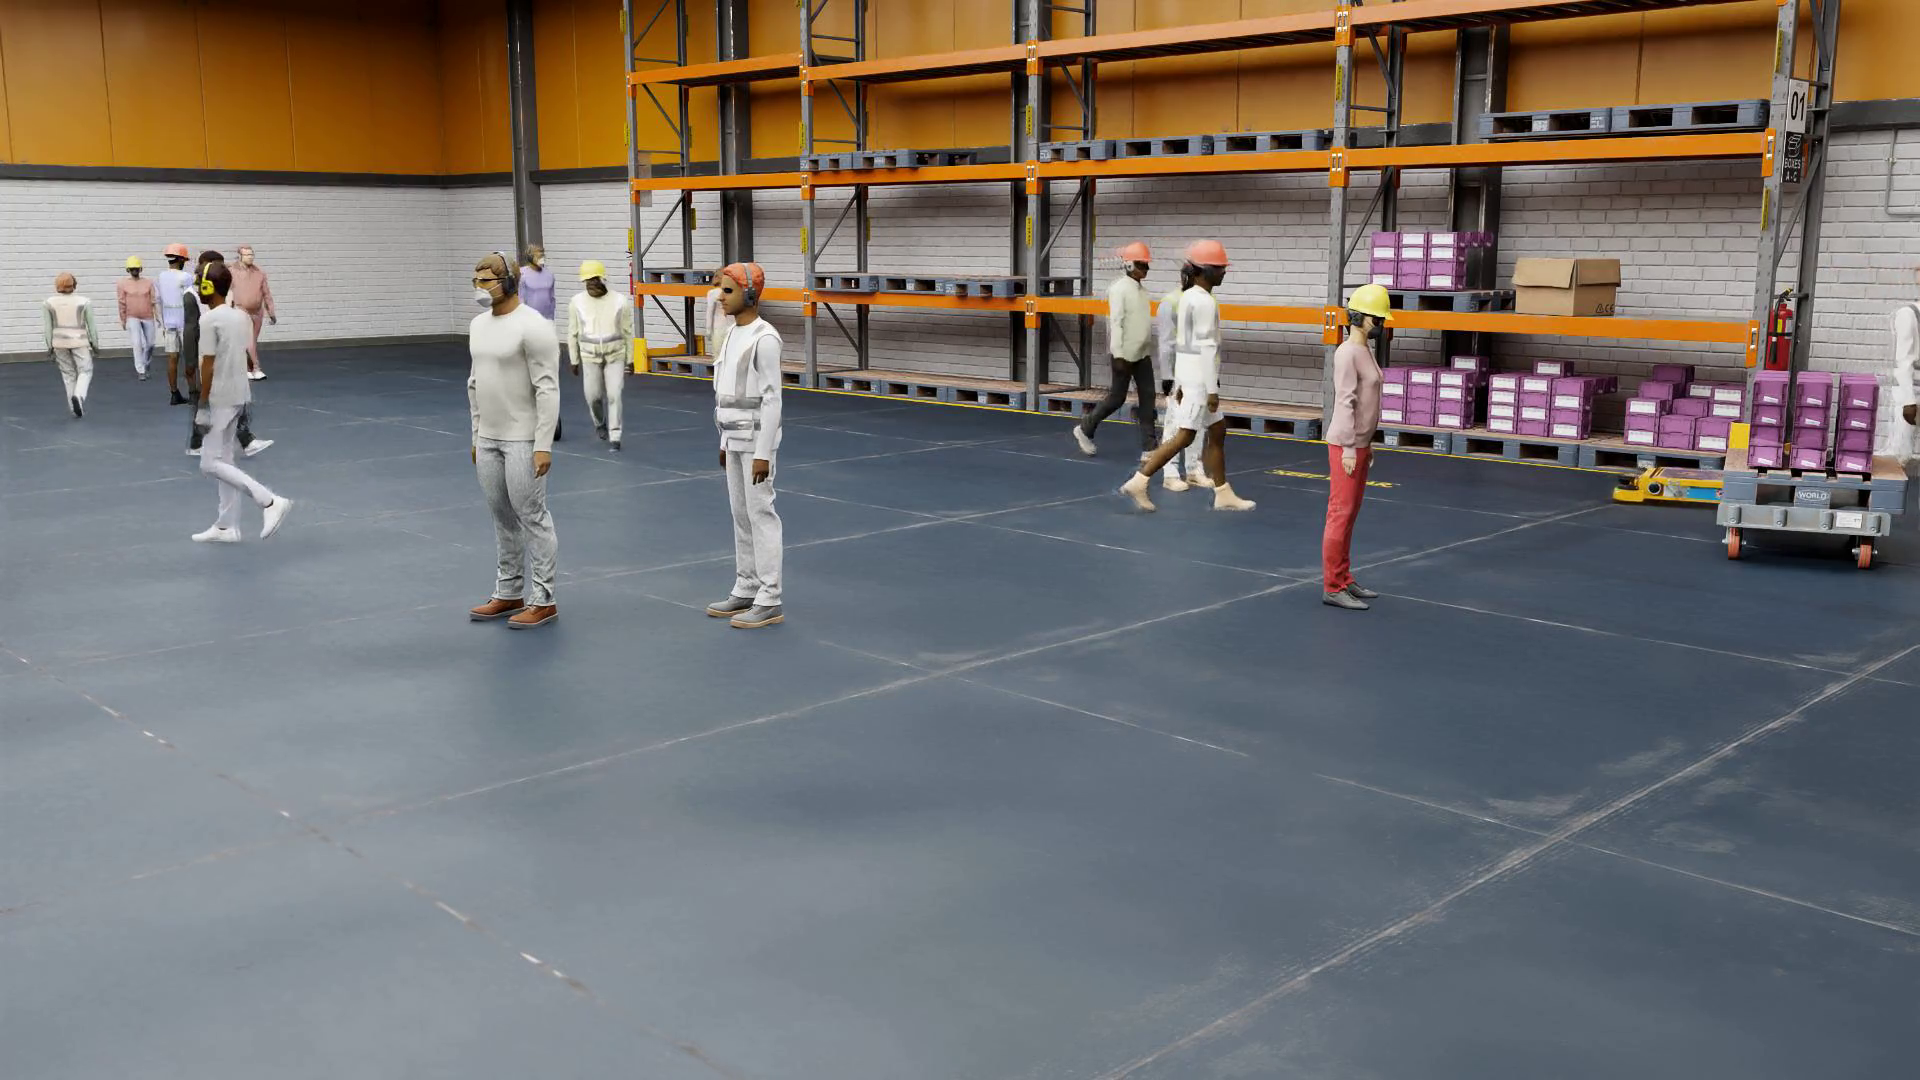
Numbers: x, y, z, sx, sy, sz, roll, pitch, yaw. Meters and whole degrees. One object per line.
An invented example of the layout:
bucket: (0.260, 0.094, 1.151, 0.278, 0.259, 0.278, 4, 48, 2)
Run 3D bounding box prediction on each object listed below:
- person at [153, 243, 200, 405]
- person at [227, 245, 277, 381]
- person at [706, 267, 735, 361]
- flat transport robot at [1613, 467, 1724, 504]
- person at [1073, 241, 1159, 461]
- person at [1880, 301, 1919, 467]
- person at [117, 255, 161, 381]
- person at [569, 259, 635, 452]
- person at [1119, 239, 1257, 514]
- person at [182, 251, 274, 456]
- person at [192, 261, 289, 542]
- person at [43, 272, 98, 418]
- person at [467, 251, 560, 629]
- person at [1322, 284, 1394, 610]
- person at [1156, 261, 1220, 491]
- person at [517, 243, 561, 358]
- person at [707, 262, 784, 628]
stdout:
person: (-9.303, -2.571, 19.872, 0.542, 1.929, 0.368, 2, 11, 13)
person: (-9.820, -3.148, 23.142, 0.863, 1.872, 0.680, 7, 12, 33)
person: (-2.984, -2.680, 21.303, 0.579, 1.619, 0.503, 10, 14, 43)
flat transport robot: (5.716, -0.389, 12.496, 1.431, 0.197, 0.652, 5, 12, 28)
person: (1.477, -1.688, 14.938, 0.897, 1.969, 0.623, 8, 13, 38)
person: (6.526, -0.983, 11.408, 0.591, 1.865, 0.793, -5, 12, -27)
person: (-11.567, -3.136, 23.434, 0.523, 1.747, 0.693, -7, 12, -34)
person: (-3.376, -1.745, 15.715, 0.613, 1.802, 0.636, -1, 10, -8)
person: (1.658, -1.173, 12.075, 0.997, 2.009, 0.620, 0, 10, -2)
person: (-6.686, -1.683, 15.164, 0.996, 1.871, 0.609, 2, 11, 9)
person: (-4.774, -0.884, 10.864, 0.628, 1.854, 0.542, 0, 10, 1)
person: (-9.784, -2.133, 18.304, 0.528, 1.619, 0.586, -3, 11, -16)
person: (-2.324, -0.512, 8.613, 0.636, 1.938, 0.355, 8, 13, 38)
person: (2.176, -0.509, 9.095, 0.327, 1.760, 0.524, 5, 11, 24)
person: (1.850, -1.317, 13.274, 0.636, 1.840, 0.429, -8, 13, -38)
person: (-5.114, -2.621, 20.153, 0.437, 1.920, 0.636, 8, 13, 36)
person: (-1.109, -0.490, 8.651, 0.355, 1.882, 0.575, -6, 12, -30)
